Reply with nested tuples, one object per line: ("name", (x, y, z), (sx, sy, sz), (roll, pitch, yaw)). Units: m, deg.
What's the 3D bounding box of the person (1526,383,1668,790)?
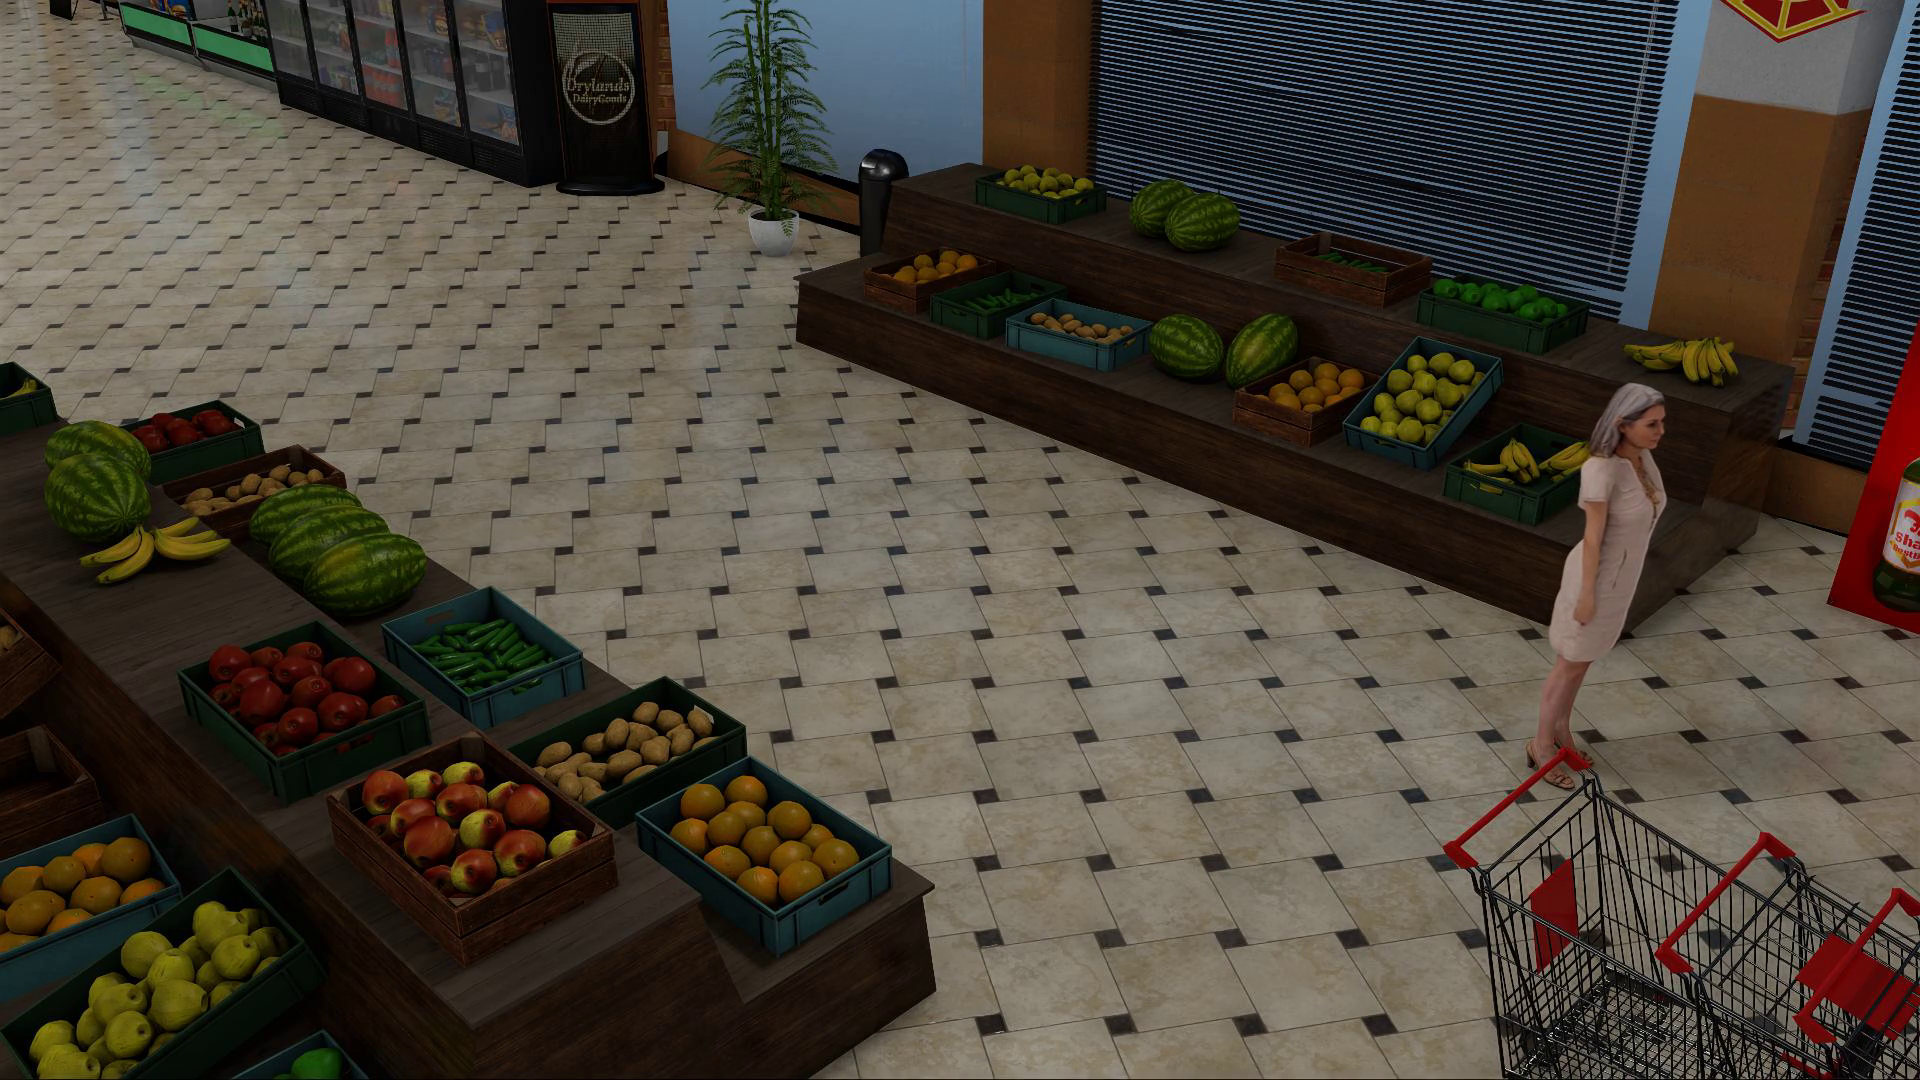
("person", (2.551, 0.184, 6.661), (0.564, 1.735, 0.610), (21, 34, 35))
